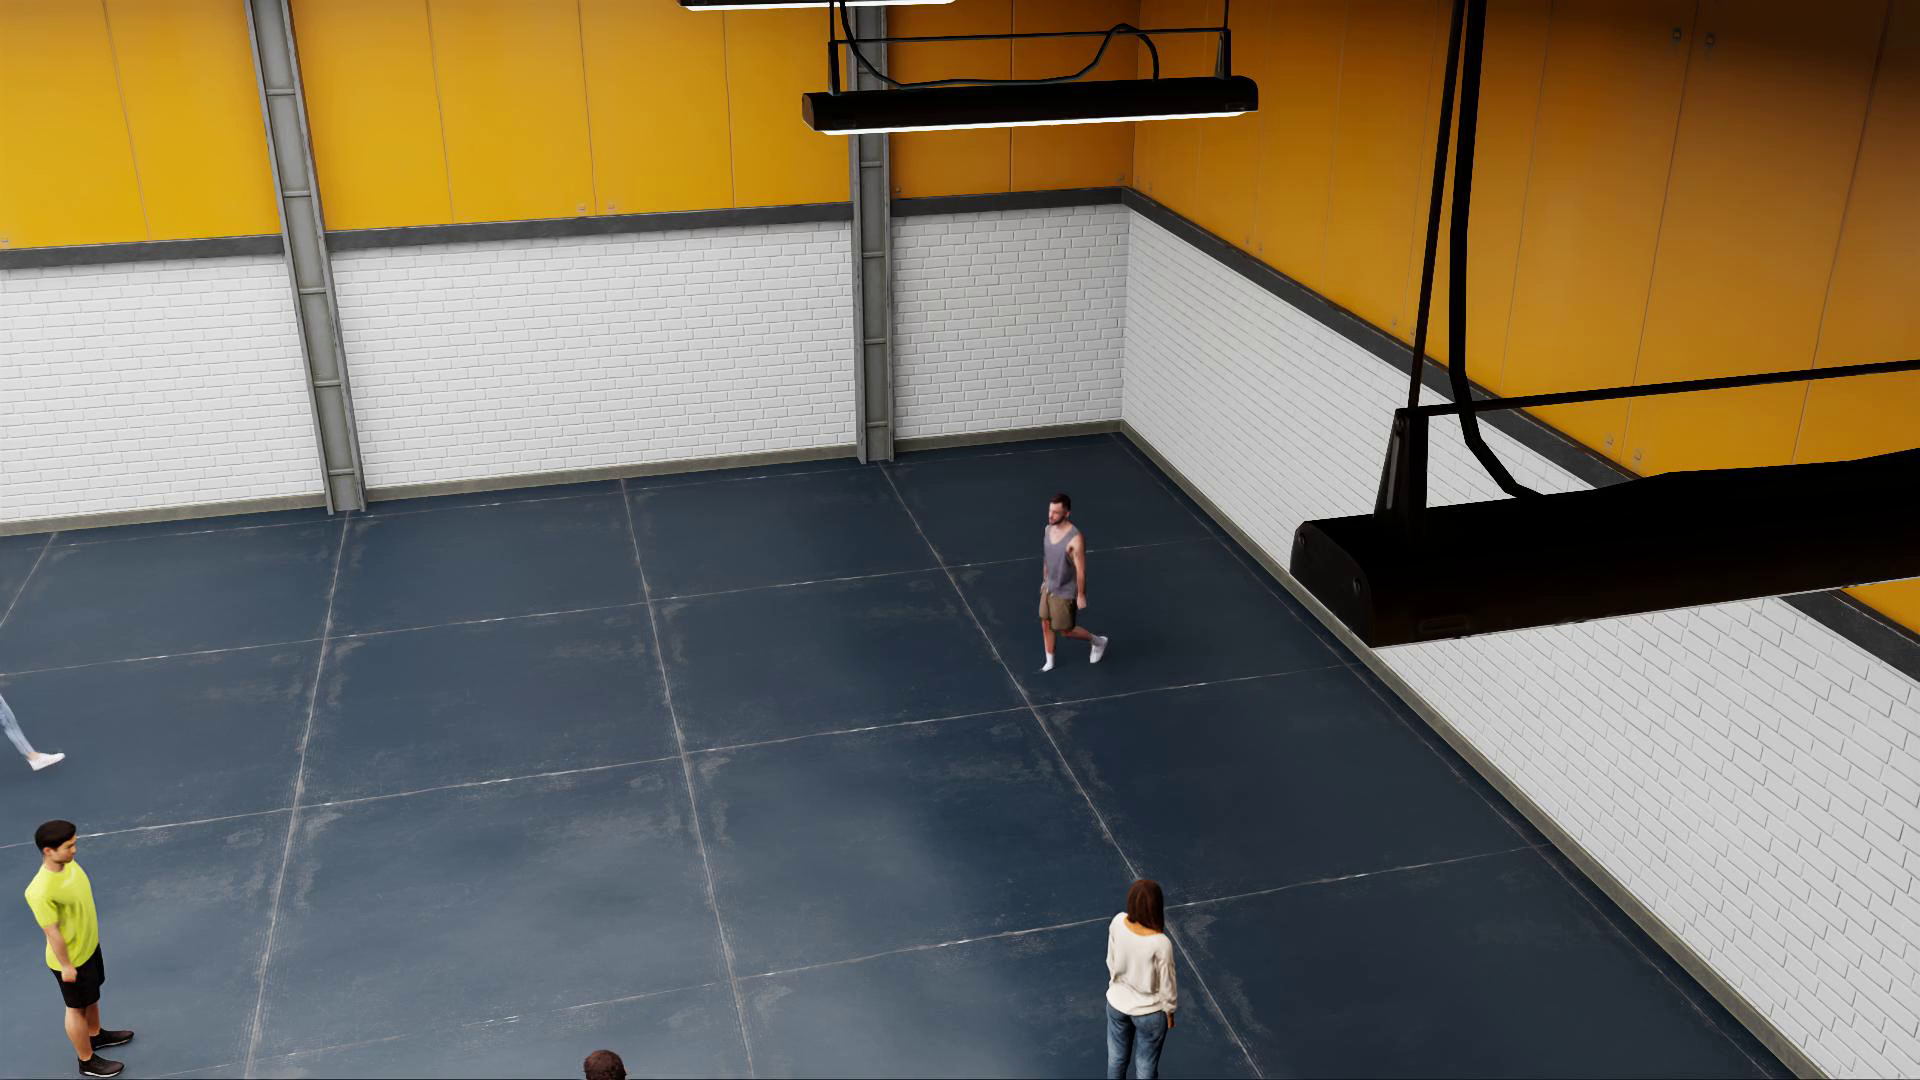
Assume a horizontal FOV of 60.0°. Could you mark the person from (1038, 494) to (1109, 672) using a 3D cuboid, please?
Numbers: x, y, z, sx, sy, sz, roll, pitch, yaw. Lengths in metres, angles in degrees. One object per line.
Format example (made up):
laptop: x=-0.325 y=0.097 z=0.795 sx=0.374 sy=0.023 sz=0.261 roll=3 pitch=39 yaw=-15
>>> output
person: x=0.979 y=0.407 z=14.772 sx=1.069 sy=1.822 sz=0.859 roll=-14 pitch=27 yaw=-29

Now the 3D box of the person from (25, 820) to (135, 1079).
person: x=-5.333 y=2.432 z=9.979 sx=0.537 sy=1.706 sz=0.628 roll=-5 pitch=24 yaw=-11

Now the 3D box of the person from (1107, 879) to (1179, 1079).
person: x=1.018 y=2.652 z=9.502 sx=0.697 sy=1.683 sz=0.709 roll=21 pitch=31 yaw=39
